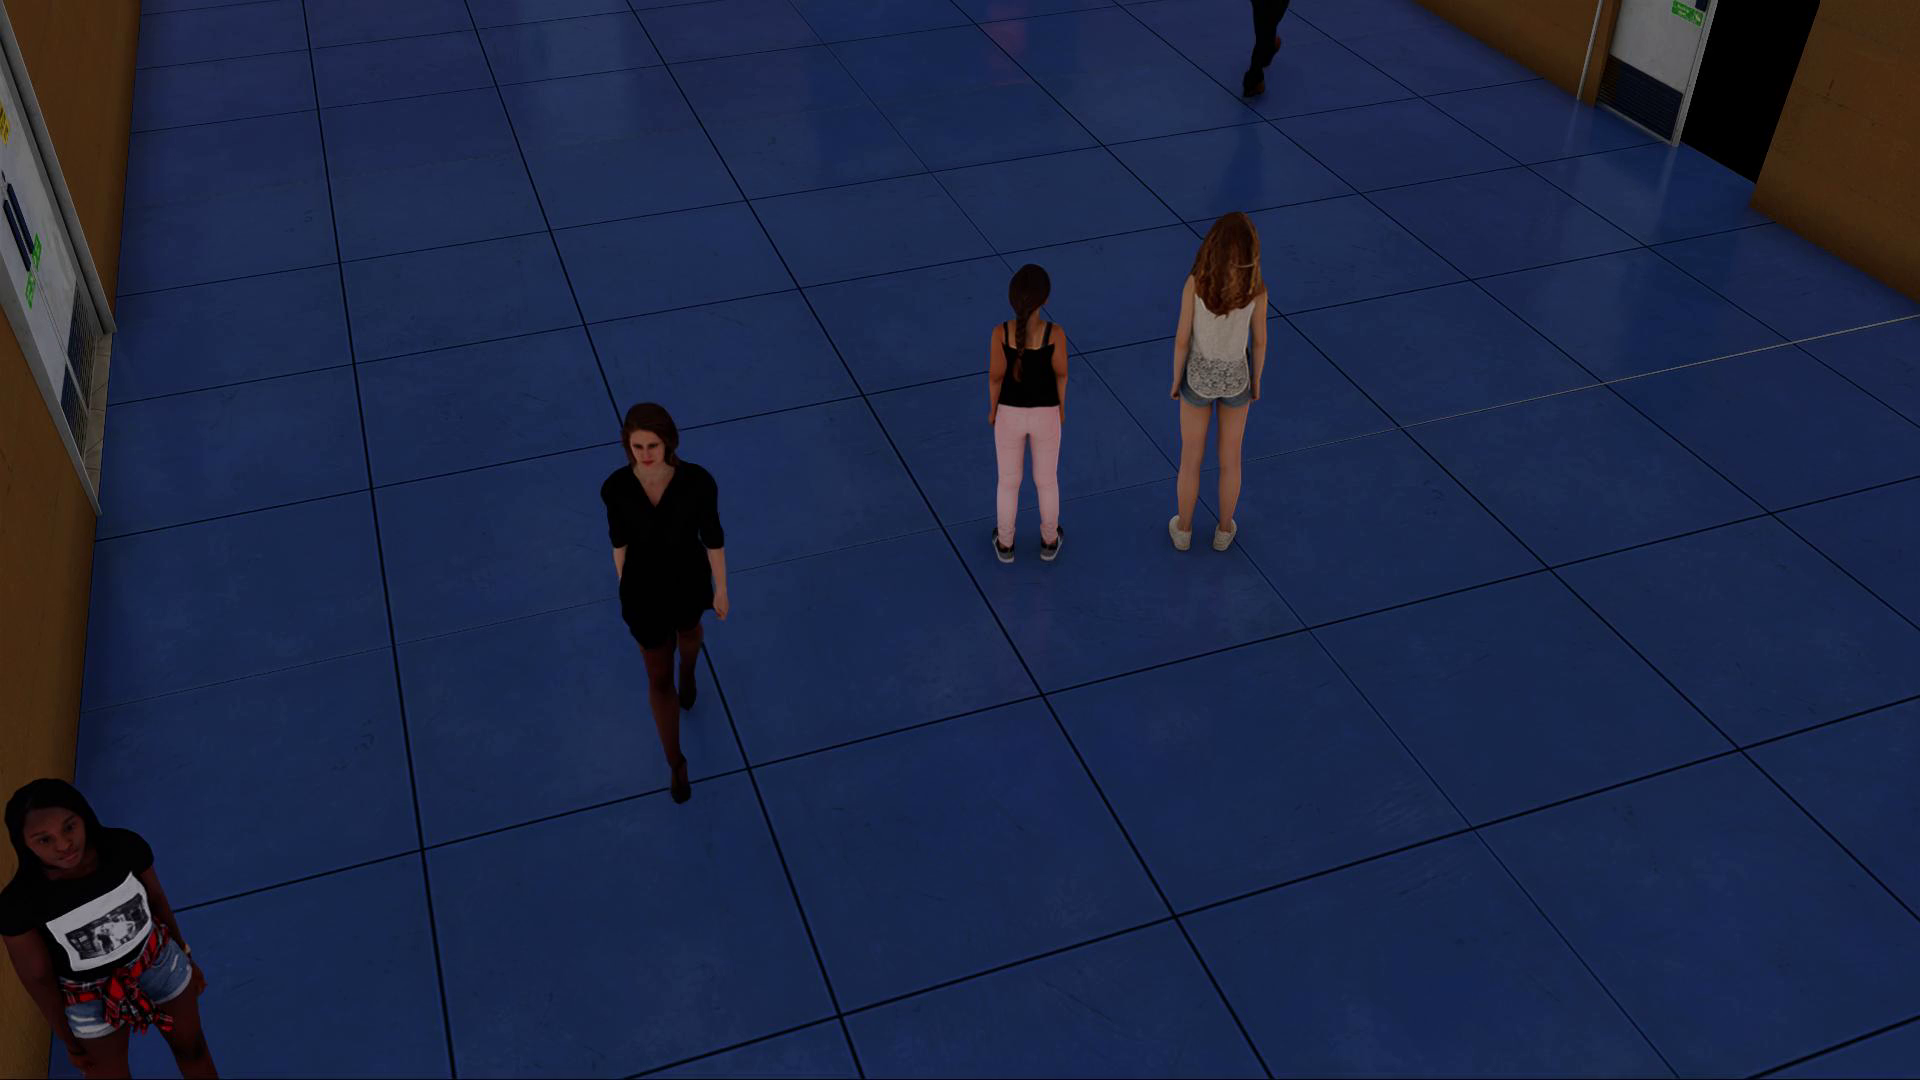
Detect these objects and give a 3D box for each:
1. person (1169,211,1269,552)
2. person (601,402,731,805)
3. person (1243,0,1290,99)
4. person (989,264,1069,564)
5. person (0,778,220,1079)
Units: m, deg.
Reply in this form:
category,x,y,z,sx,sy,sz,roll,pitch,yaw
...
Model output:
category,x,y,z,sx,sy,sz,roll,pitch,yaw
person,1.194,-0.702,7.734,0.585,1.760,0.702,3,37,4
person,-1.156,0.143,6.680,1.054,1.657,0.808,-5,37,-6
person,2.285,-4.149,12.372,1.127,1.704,1.255,20,41,24
person,0.318,-0.572,7.722,0.557,1.565,0.663,1,37,1
person,-2.515,1.366,5.005,0.780,1.728,0.691,26,44,30
